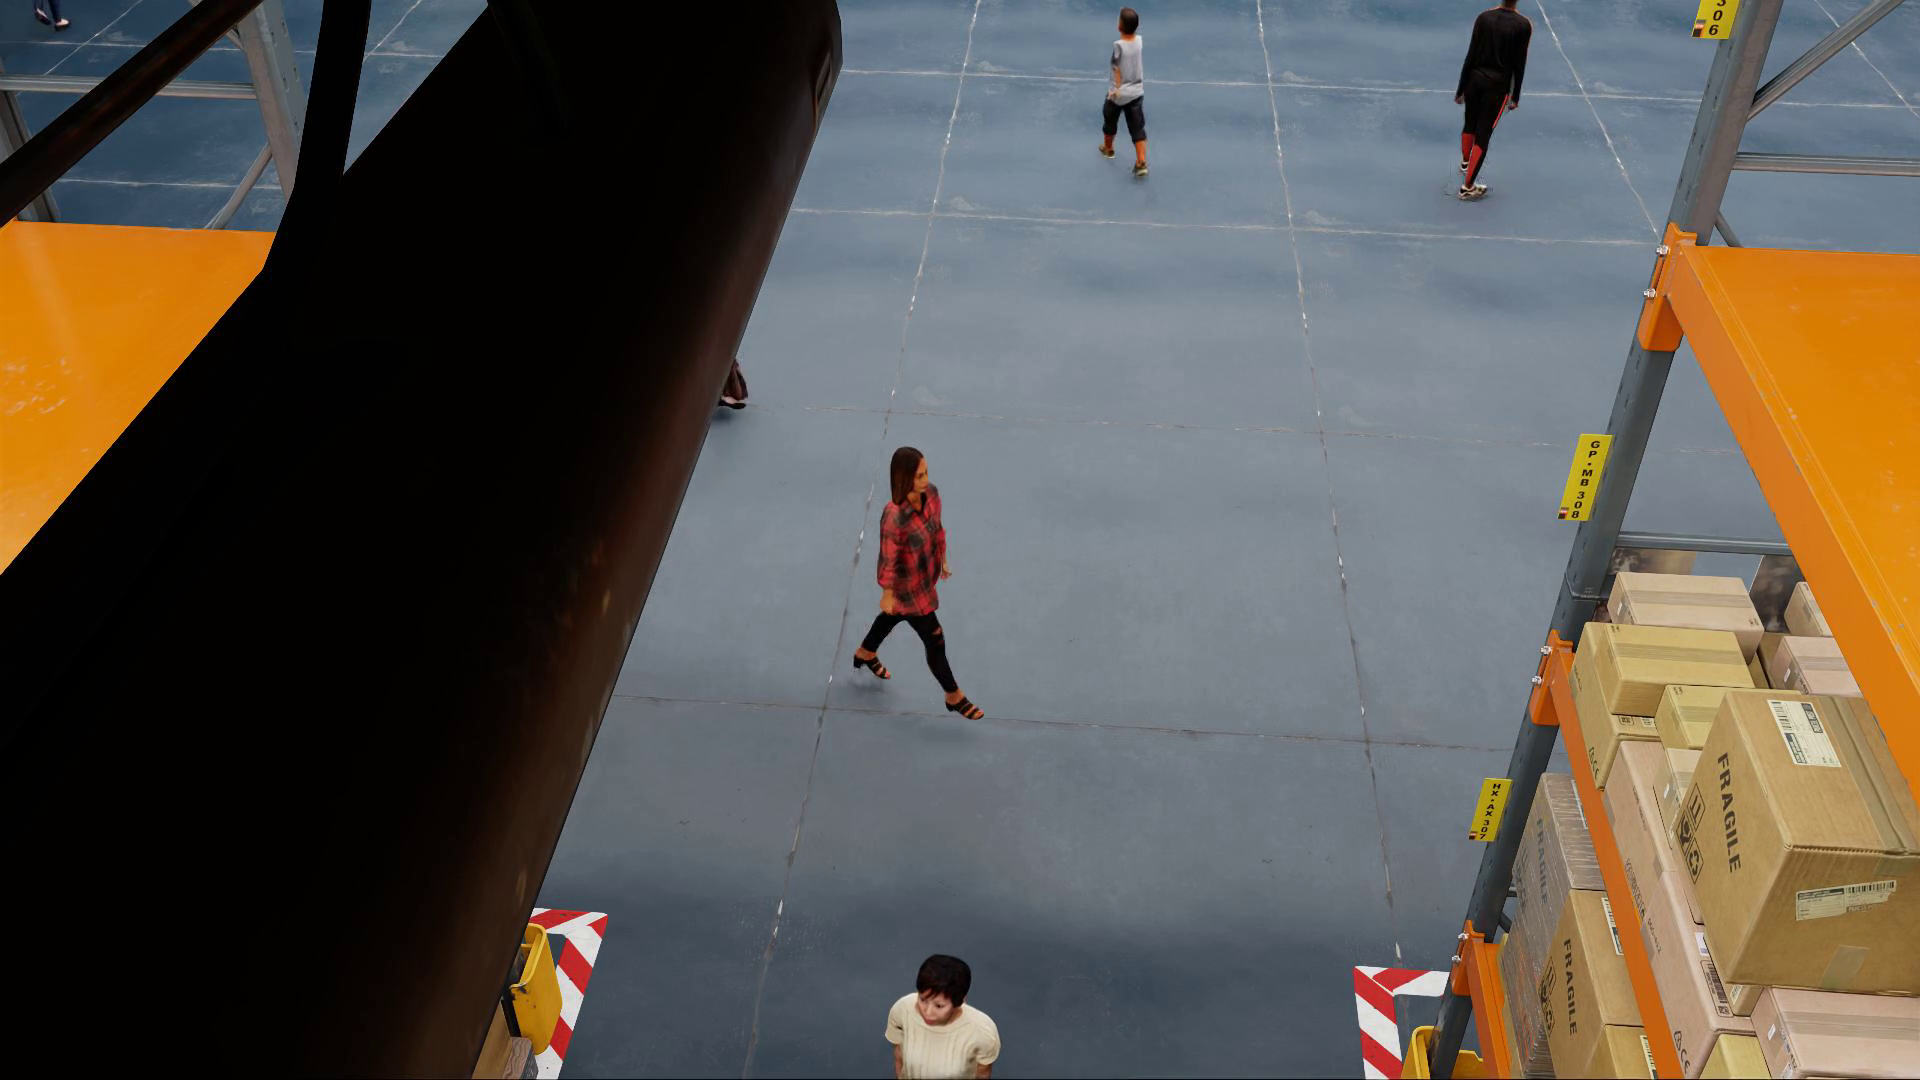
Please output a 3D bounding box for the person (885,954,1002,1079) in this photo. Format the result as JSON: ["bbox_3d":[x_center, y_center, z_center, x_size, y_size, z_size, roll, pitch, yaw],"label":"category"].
[{"bbox_3d":[-0.075,2.156,6.453,0.637,1.588,0.560,12,40,15],"label":"person"}]

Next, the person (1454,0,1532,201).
[{"bbox_3d":[4.367,-3.726,13.824,0.929,1.769,1.126,21,43,25],"label":"person"}]

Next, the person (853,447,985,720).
[{"bbox_3d":[-0.323,0.199,8.895,0.955,1.661,1.098,19,42,22],"label":"person"}]

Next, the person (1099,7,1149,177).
[{"bbox_3d":[1.471,-3.879,14.296,0.797,1.429,1.081,-10,39,-12],"label":"person"}]
